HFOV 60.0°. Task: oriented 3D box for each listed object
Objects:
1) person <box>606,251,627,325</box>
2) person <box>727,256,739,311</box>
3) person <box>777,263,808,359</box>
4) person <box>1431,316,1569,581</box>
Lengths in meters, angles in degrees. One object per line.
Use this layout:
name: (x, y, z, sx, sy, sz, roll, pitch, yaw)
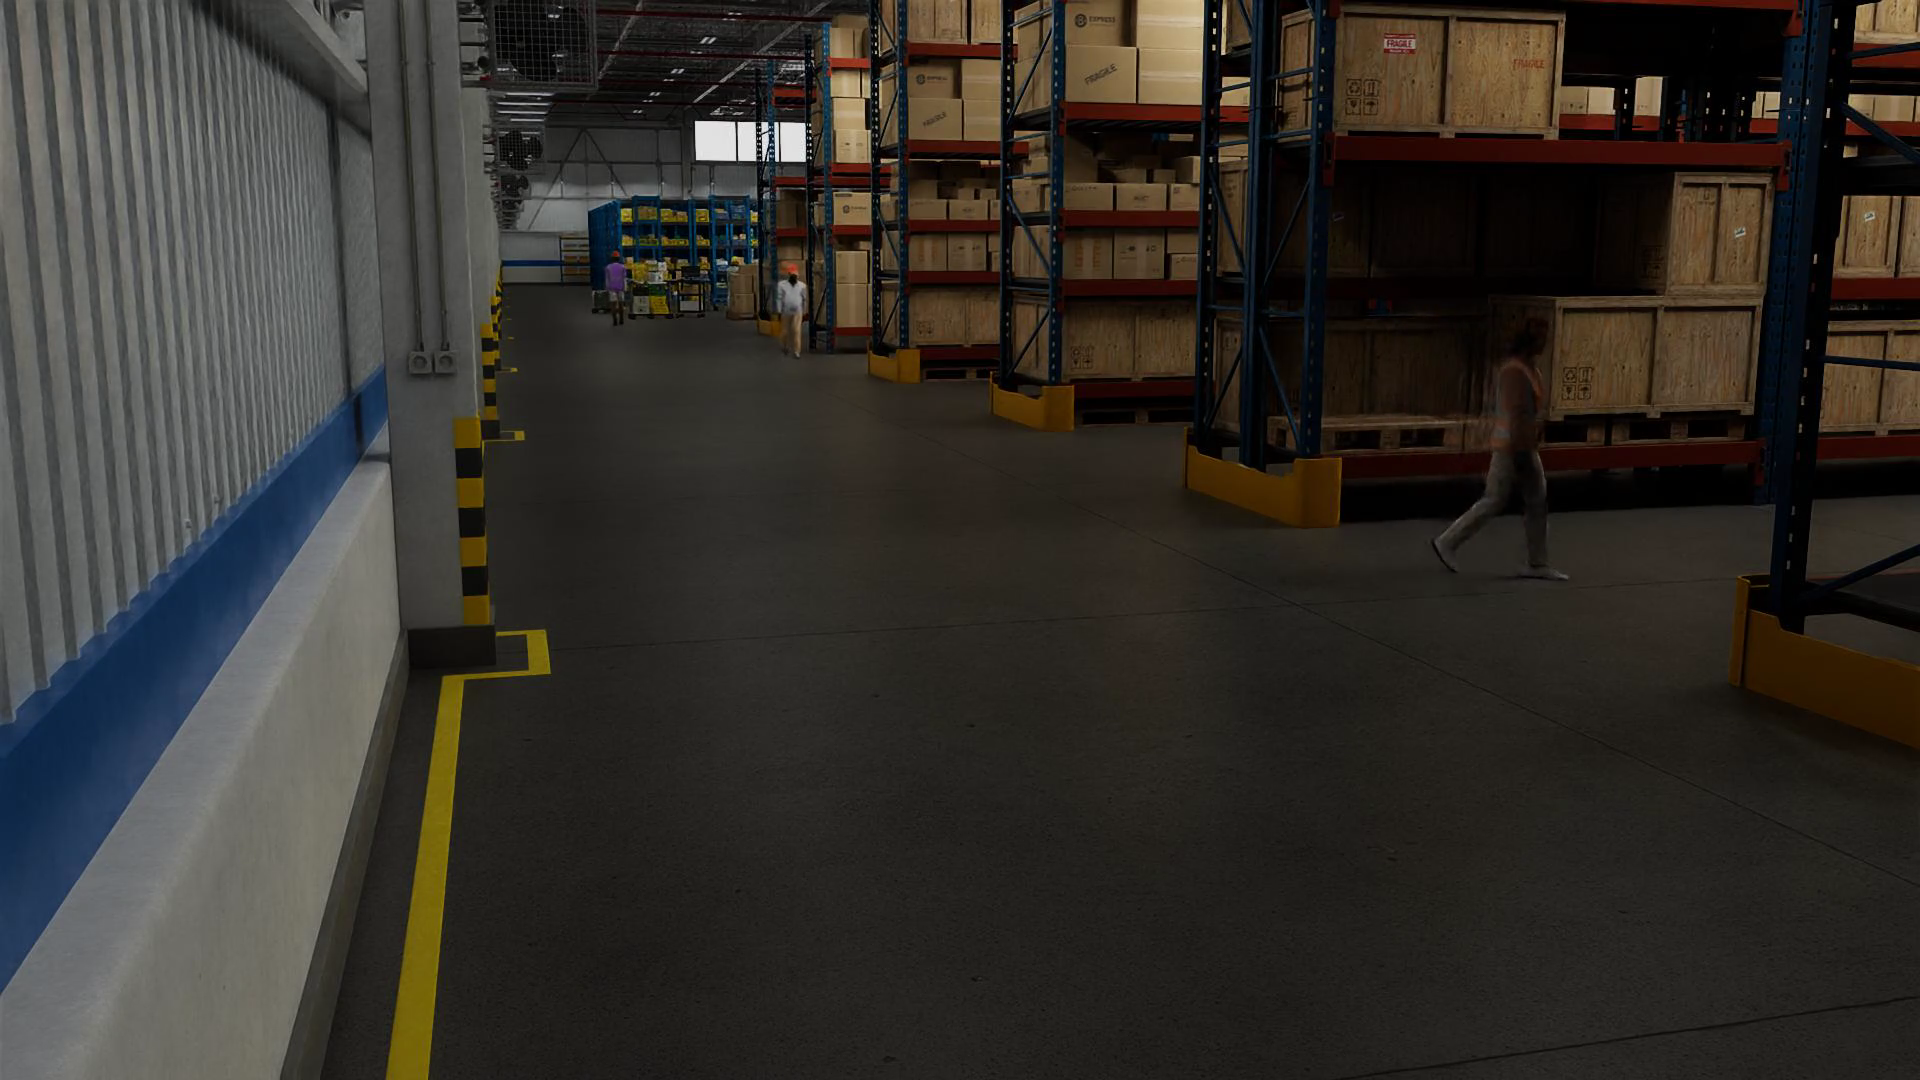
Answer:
person: (-8.846, -6.490, 42.858, 0.557, 1.911, 0.817, -2, 10, -9)
person: (-6.523, -7.325, 48.106, 0.485, 1.734, 0.348, 5, 11, 27)
person: (-3.036, -4.139, 30.054, 0.568, 1.732, 0.678, -2, 10, -11)
person: (3.316, -0.559, 10.133, 0.750, 1.609, 0.517, 7, 12, 36)
